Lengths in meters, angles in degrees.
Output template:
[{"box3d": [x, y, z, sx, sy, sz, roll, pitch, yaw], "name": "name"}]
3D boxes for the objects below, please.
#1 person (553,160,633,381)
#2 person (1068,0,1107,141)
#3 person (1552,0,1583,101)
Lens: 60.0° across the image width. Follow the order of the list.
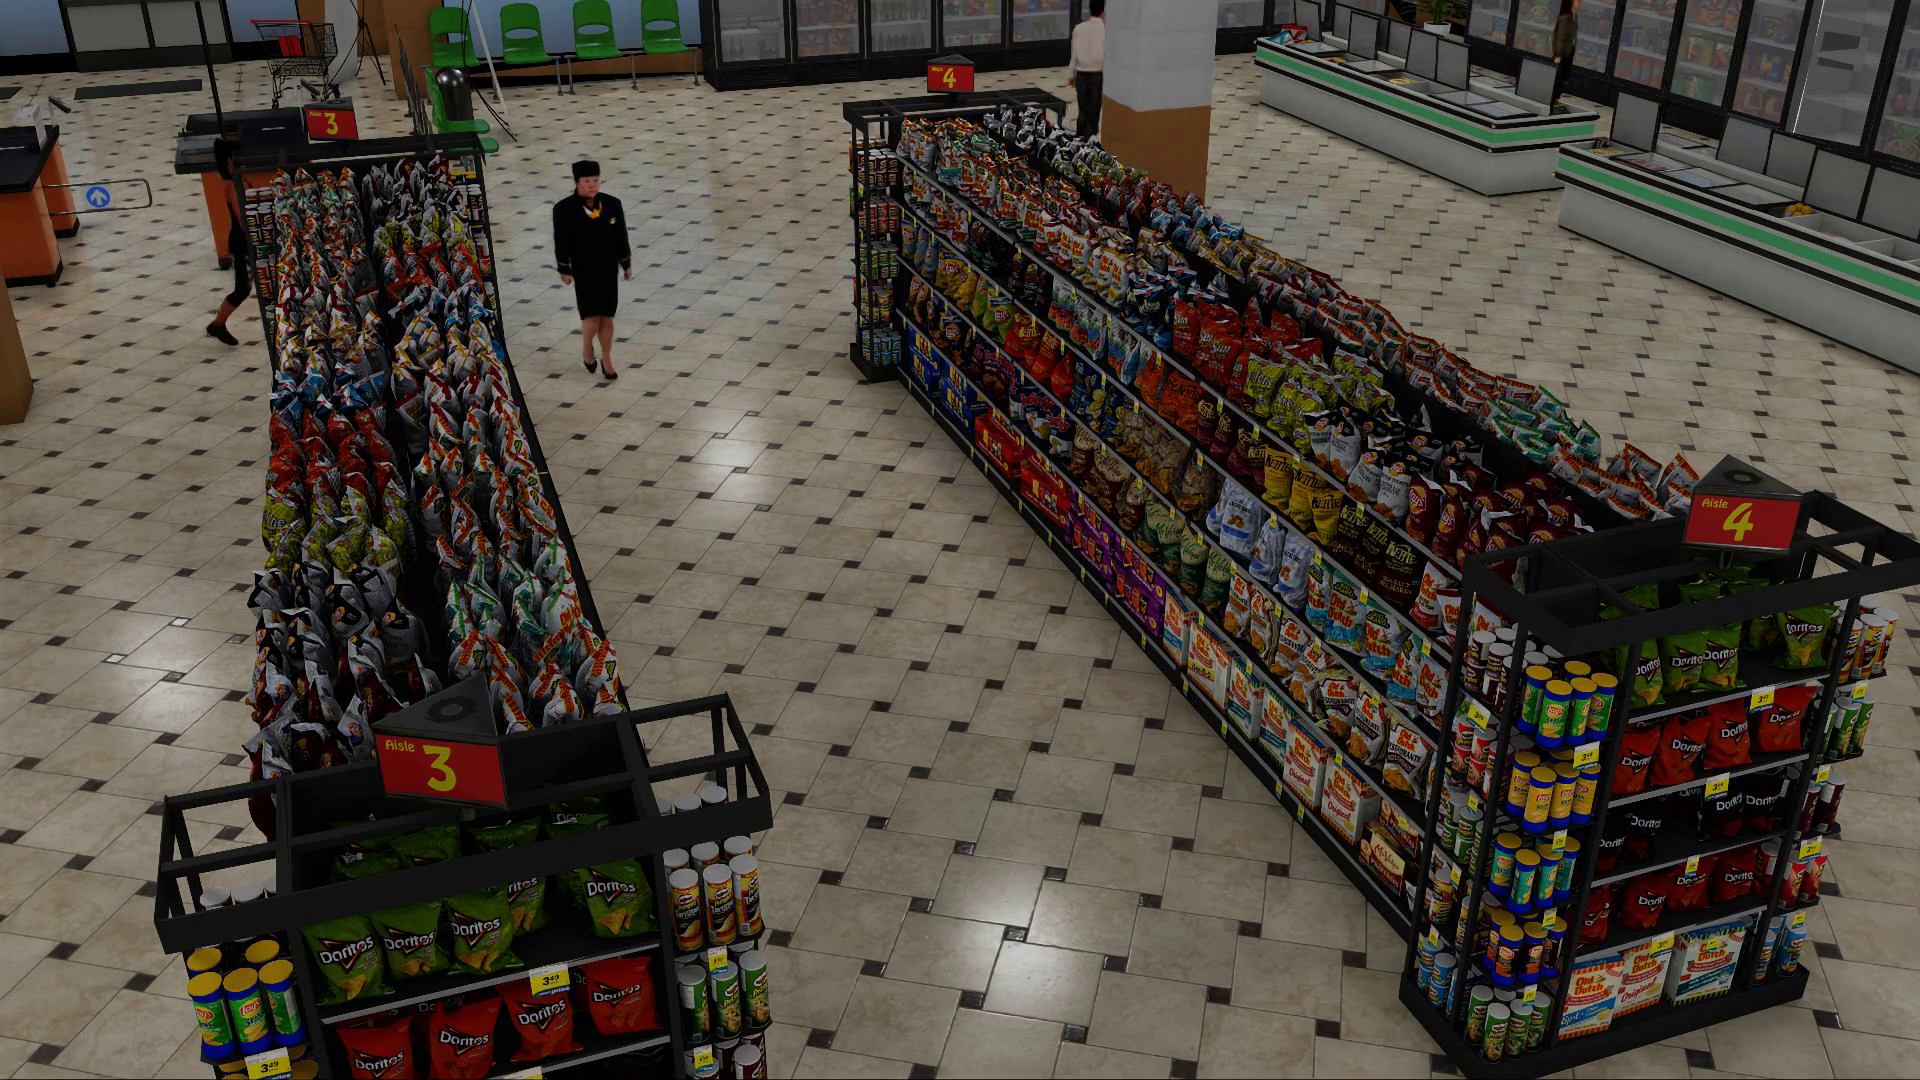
[{"box3d": [-2.731, -2.011, 12.379, 0.738, 1.664, 0.705, -14, 30, -26], "name": "person"}, {"box3d": [1.401, -4.969, 18.059, 0.791, 1.802, 0.844, 11, 29, 20], "name": "person"}, {"box3d": [7.343, -5.973, 20.408, 0.786, 1.468, 0.732, 19, 32, 32], "name": "person"}]
